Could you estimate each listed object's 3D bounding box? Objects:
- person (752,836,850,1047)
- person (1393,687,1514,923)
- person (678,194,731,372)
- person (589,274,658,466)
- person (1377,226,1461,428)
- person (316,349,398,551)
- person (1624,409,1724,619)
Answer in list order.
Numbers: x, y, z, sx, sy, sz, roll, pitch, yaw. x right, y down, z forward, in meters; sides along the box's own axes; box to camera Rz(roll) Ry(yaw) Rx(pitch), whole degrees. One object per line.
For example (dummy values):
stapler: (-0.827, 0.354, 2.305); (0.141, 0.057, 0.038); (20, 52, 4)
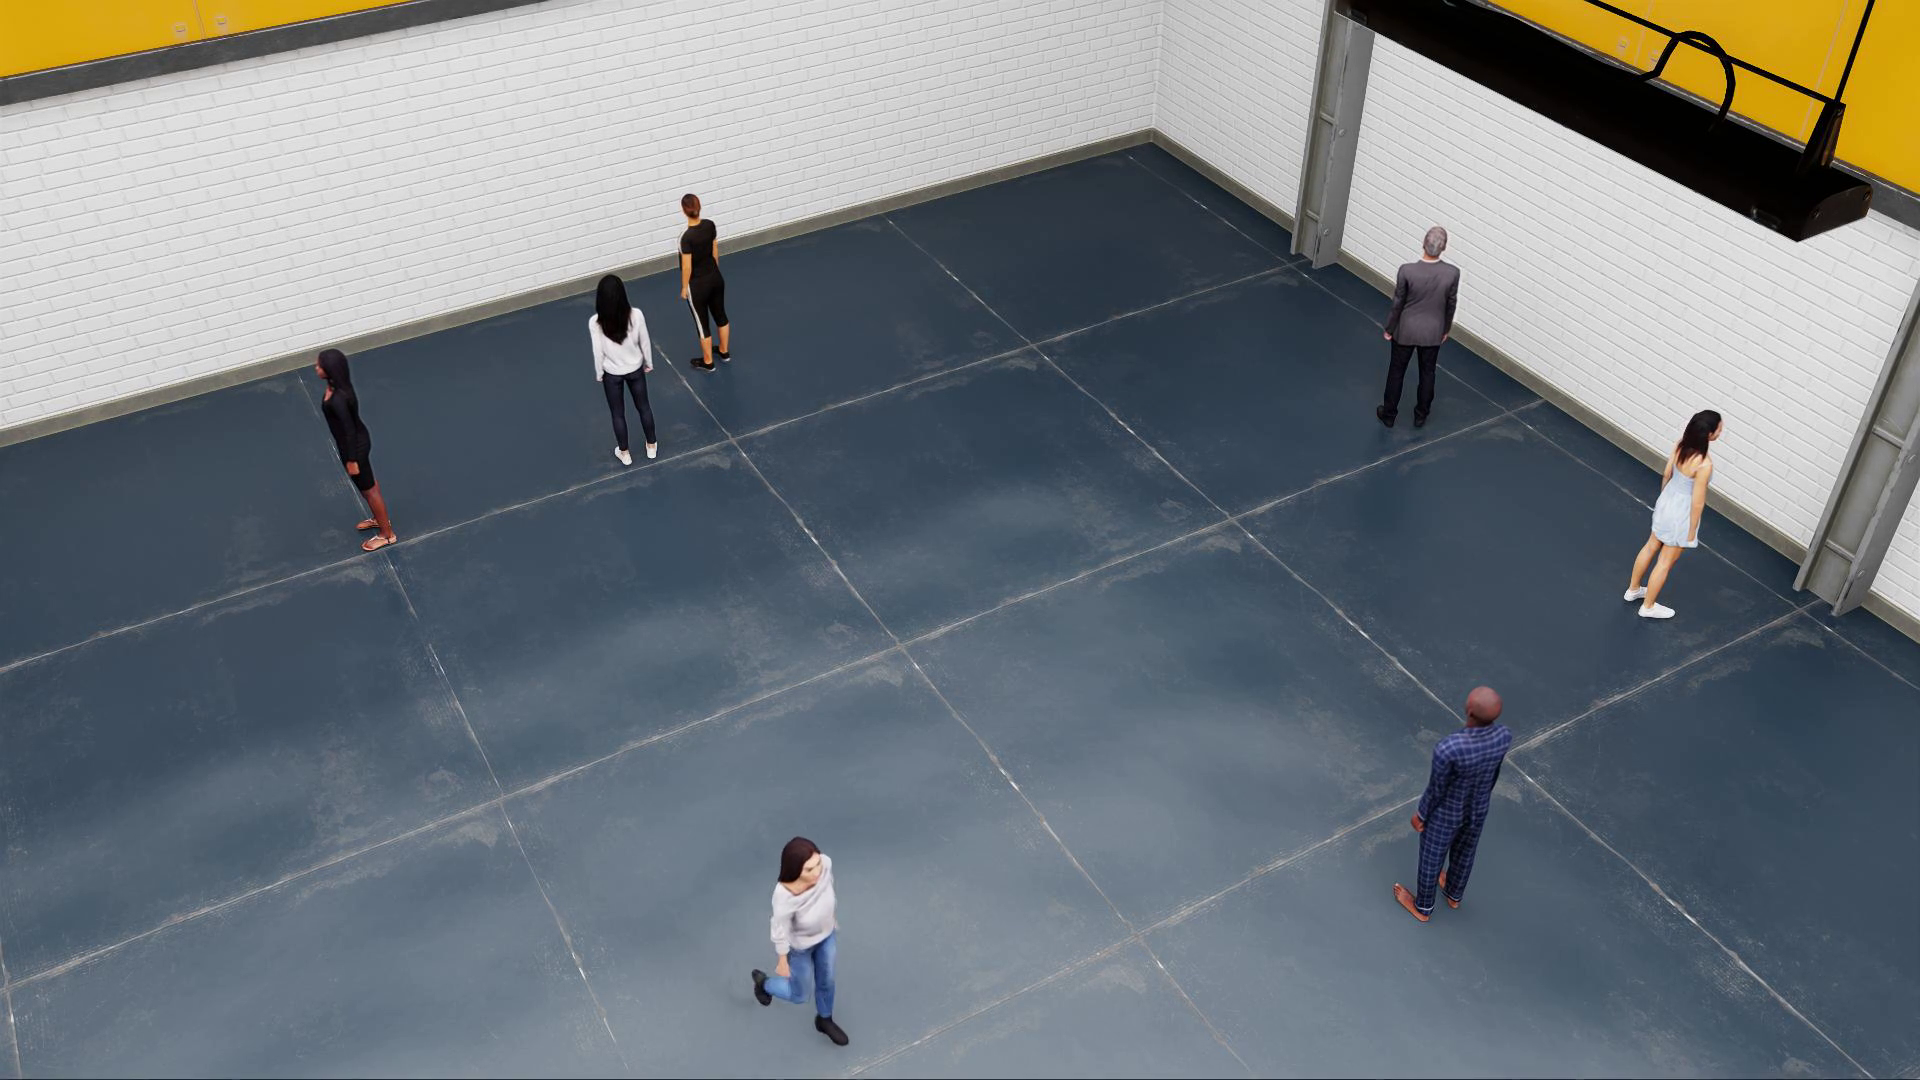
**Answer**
person: (-0.892, 2.152, 9.045); (0.953, 1.619, 0.808); (24, 44, 27)
person: (2.898, 1.527, 9.667); (0.685, 1.820, 0.635); (-15, 41, -18)
person: (-2.239, -2.262, 14.533); (0.625, 1.669, 0.646); (28, 46, 30)
person: (-2.717, -1.375, 13.396); (0.639, 1.700, 0.571); (-15, 41, -18)
person: (3.794, -1.754, 13.758); (0.811, 1.842, 0.822); (2, 39, 3)
person: (-4.574, -0.694, 12.528); (0.698, 1.720, 0.470); (-14, 41, -17)
person: (5.125, -0.204, 11.907); (0.714, 1.729, 0.575); (-7, 39, -8)
